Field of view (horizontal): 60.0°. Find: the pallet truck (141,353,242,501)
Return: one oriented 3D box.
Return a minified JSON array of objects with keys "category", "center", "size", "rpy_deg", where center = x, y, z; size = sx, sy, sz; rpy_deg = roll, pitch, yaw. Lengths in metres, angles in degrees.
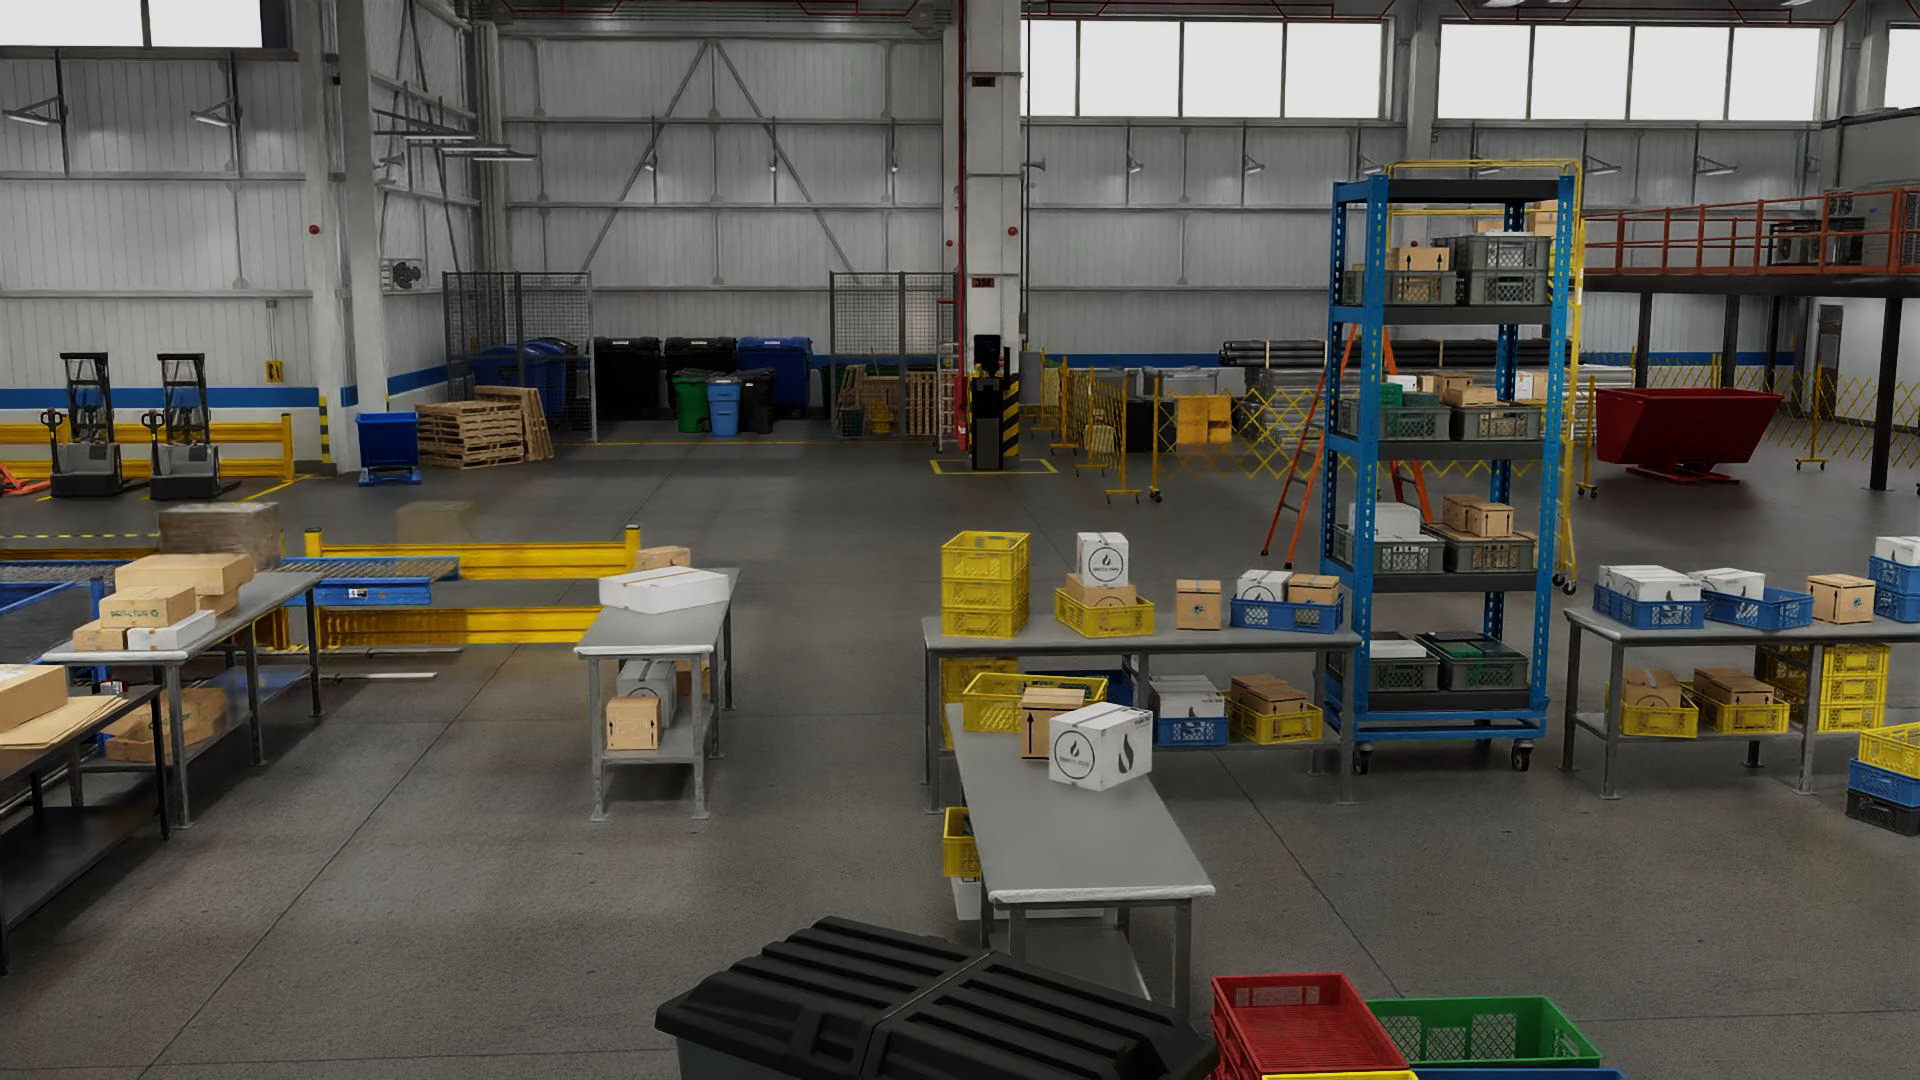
[{"category":"pallet truck","center":[-10.520,-1.604,22.925],"size":[0.823,1.965,1.885],"rpy_deg":[-1,9,-6]}]

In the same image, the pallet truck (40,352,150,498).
[{"category":"pallet truck","center":[-11.907,-1.642,23.165],"size":[0.823,1.965,1.885],"rpy_deg":[0,9,0]}]

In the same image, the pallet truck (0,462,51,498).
[{"category":"pallet truck","center":[-13.193,-1.293,23.148],"size":[0.653,1.274,1.630],"rpy_deg":[-1,9,-4]}]
